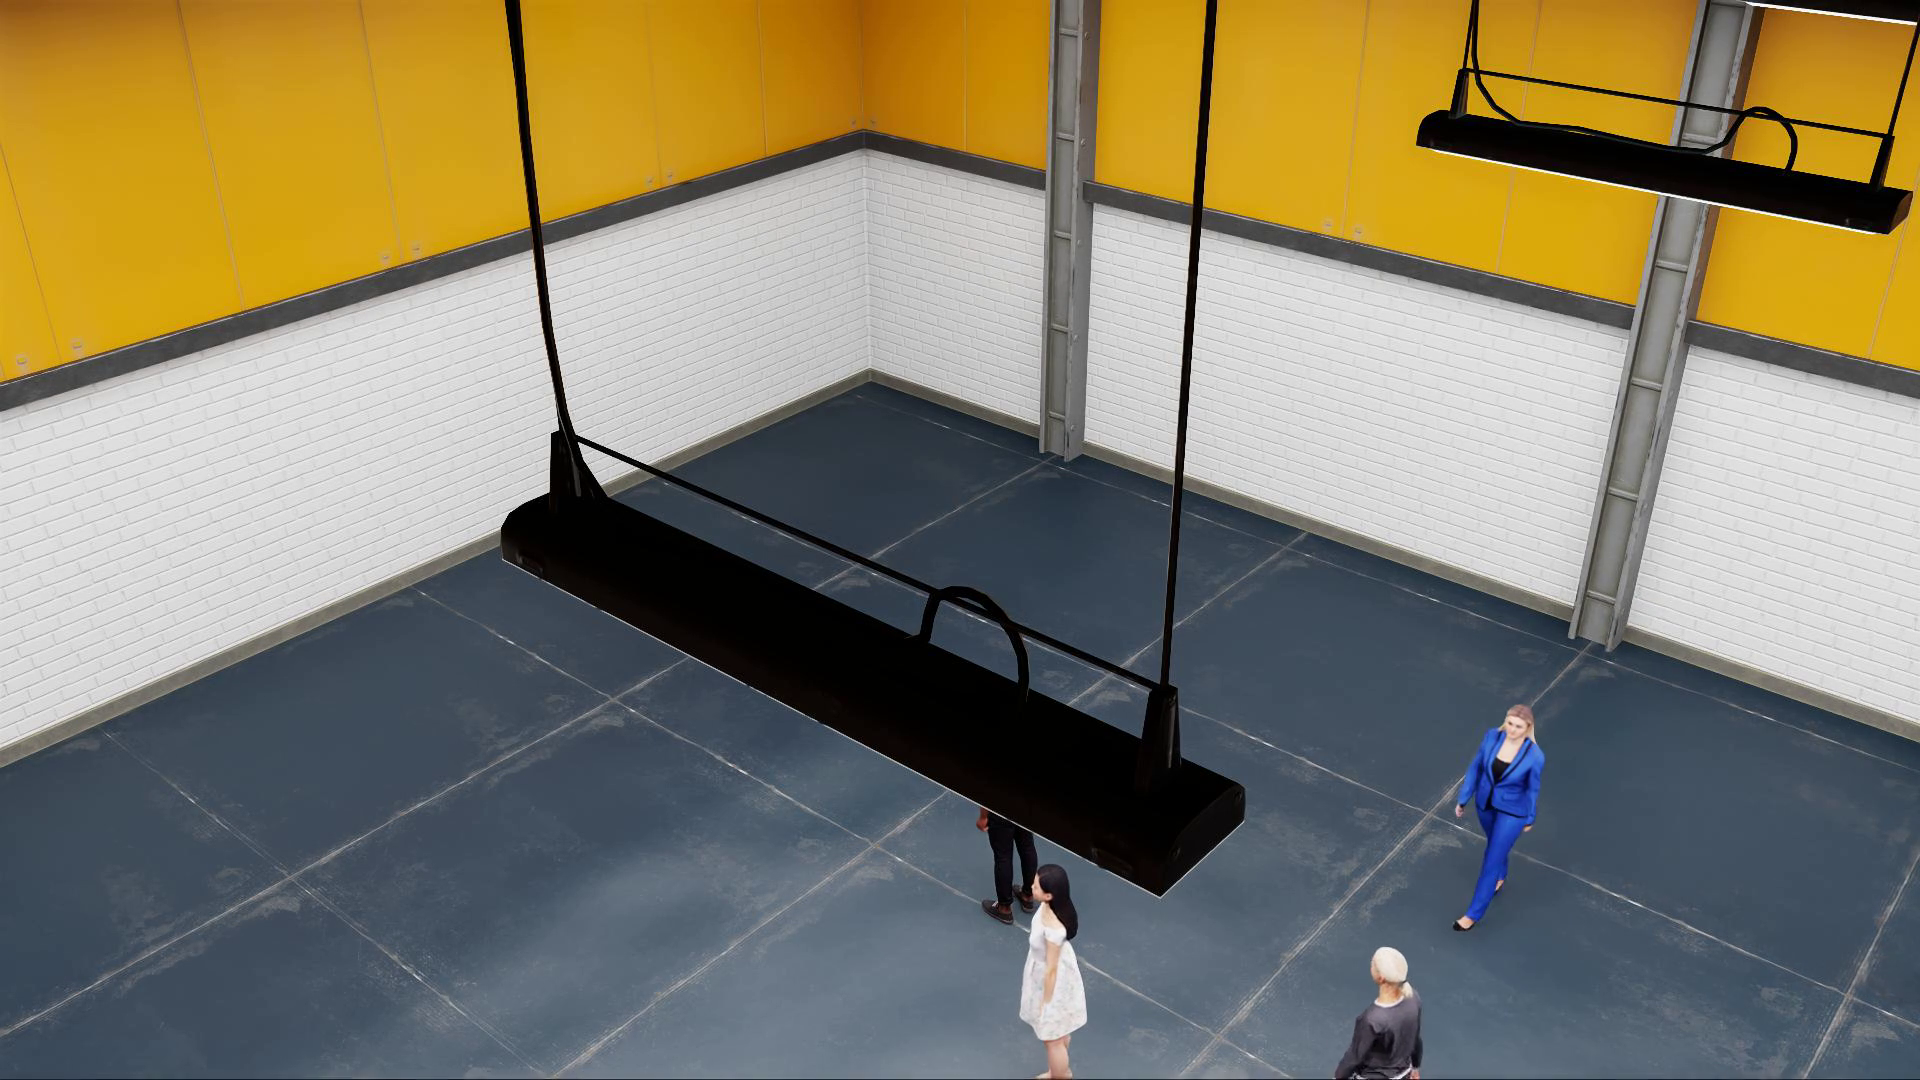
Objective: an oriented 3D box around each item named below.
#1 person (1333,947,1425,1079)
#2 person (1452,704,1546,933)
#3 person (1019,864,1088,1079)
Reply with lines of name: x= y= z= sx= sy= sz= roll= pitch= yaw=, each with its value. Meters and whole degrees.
person: x=2.409 y=3.011 z=9.244 sx=0.734 sy=1.710 sz=0.848 roll=-19 pitch=34 yaw=-31
person: x=3.770 y=1.823 z=11.467 sx=0.800 sy=1.666 sz=1.067 roll=-22 pitch=36 yaw=-35
person: x=0.548 y=2.640 z=9.861 sx=0.808 sy=1.770 sz=0.769 roll=2 pitch=29 yaw=4
